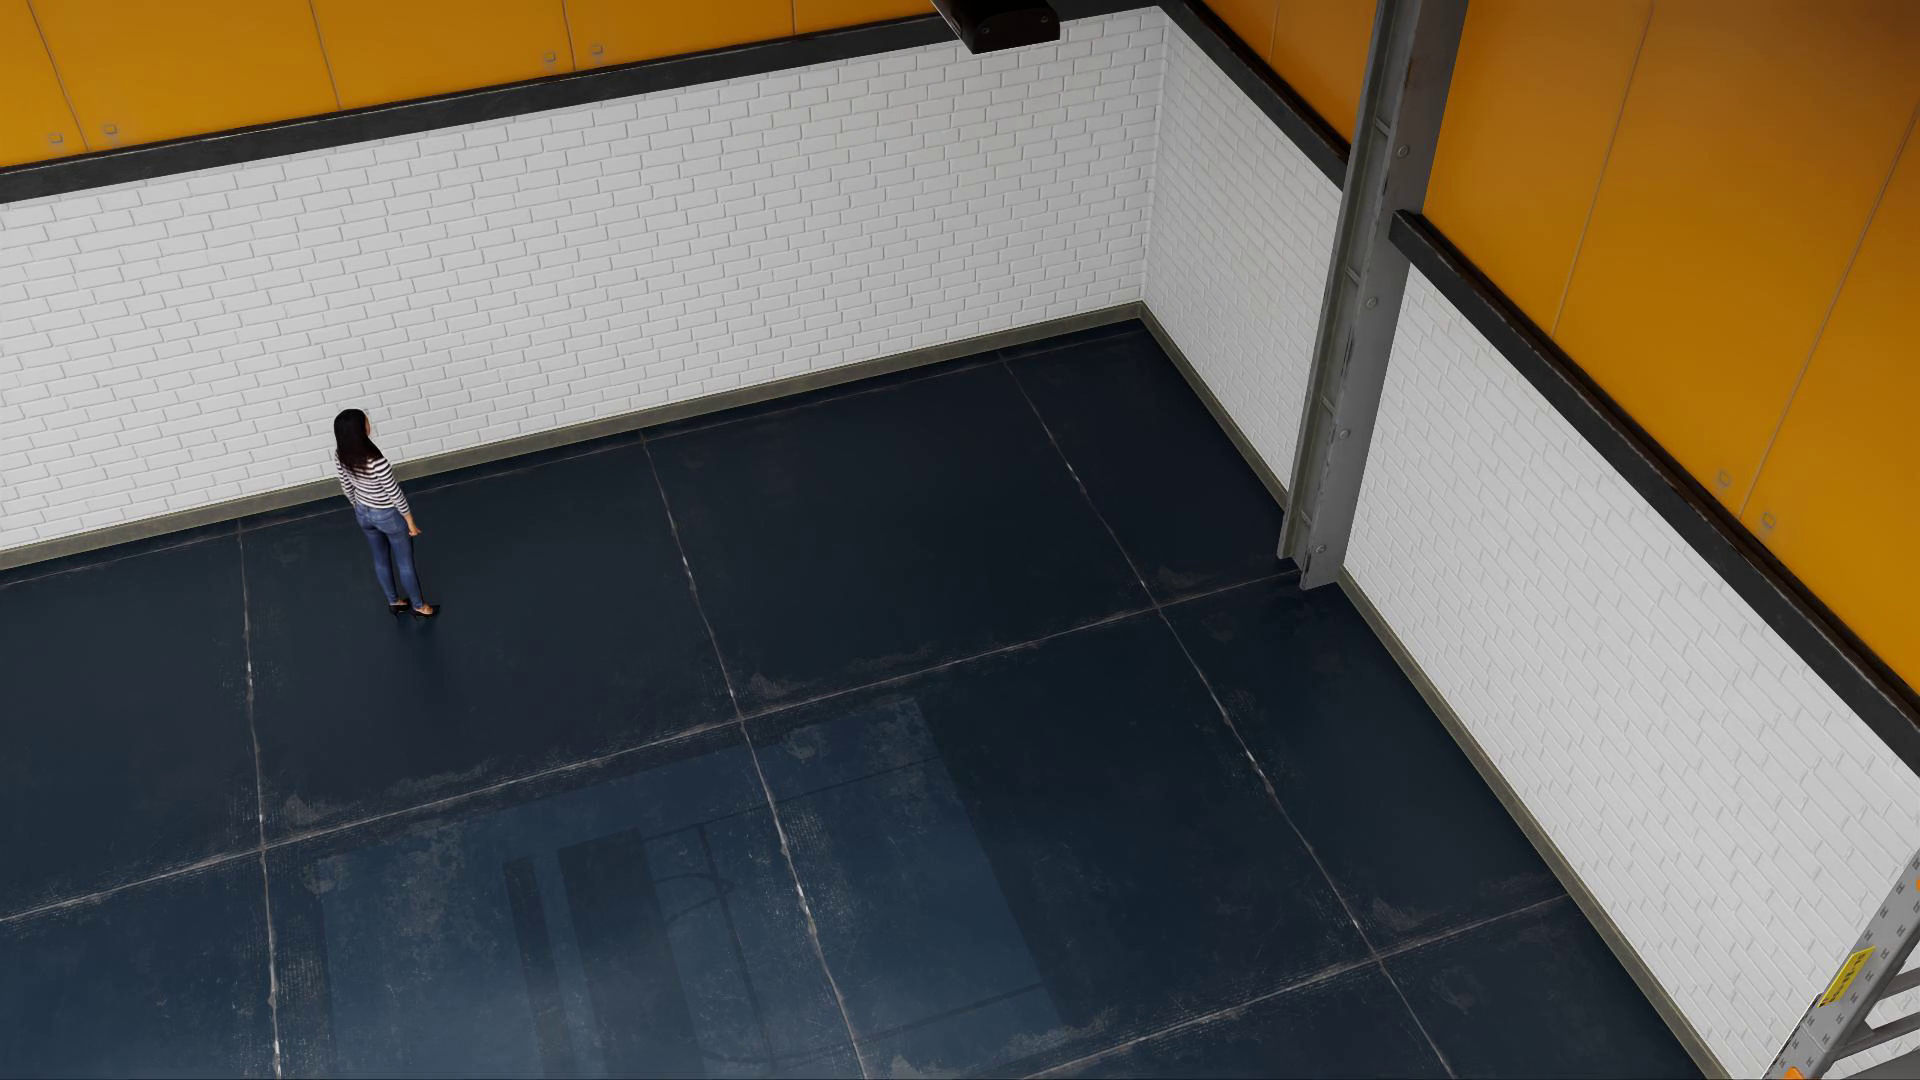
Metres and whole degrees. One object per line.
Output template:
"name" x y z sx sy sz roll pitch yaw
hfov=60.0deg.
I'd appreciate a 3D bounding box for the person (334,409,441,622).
"person" -3.808 -0.139 10.965 0.636 1.797 0.678 15 46 15
